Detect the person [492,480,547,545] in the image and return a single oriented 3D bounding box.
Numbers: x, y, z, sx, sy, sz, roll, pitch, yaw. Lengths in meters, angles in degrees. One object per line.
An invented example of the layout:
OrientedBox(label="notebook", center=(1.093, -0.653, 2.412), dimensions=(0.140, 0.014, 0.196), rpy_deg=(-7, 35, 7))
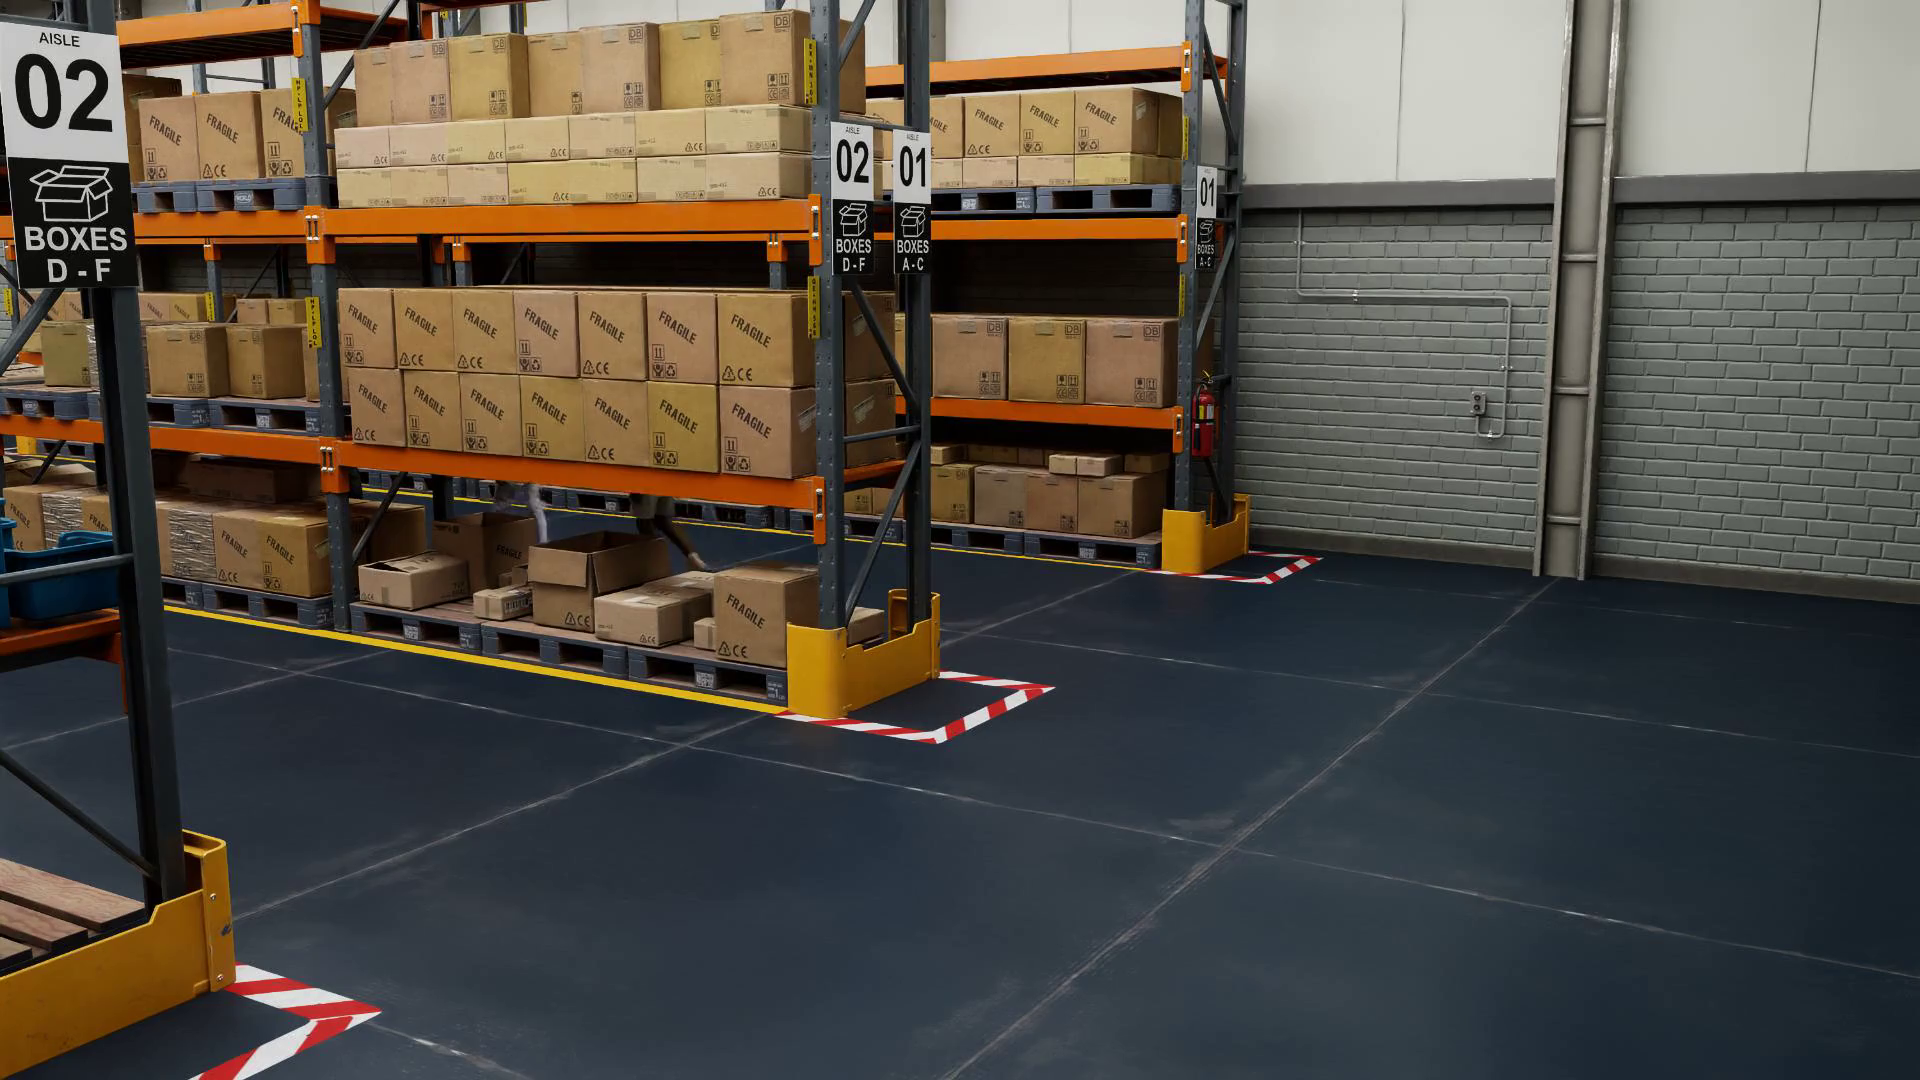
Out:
OrientedBox(label="person", center=(-3.614, -0.655, 13.370), dimensions=(0.900, 1.828, 0.566), rpy_deg=(8, 12, 38))

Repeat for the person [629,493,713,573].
OrientedBox(label="person", center=(-2.148, -0.509, 11.942), dimensions=(0.573, 2.030, 0.617), rpy_deg=(5, 11, 29))

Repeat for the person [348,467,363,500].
OrientedBox(label="person", center=(-5.673, -0.986, 15.072), dimensions=(0.391, 1.918, 0.593), rpy_deg=(7, 12, 34))
